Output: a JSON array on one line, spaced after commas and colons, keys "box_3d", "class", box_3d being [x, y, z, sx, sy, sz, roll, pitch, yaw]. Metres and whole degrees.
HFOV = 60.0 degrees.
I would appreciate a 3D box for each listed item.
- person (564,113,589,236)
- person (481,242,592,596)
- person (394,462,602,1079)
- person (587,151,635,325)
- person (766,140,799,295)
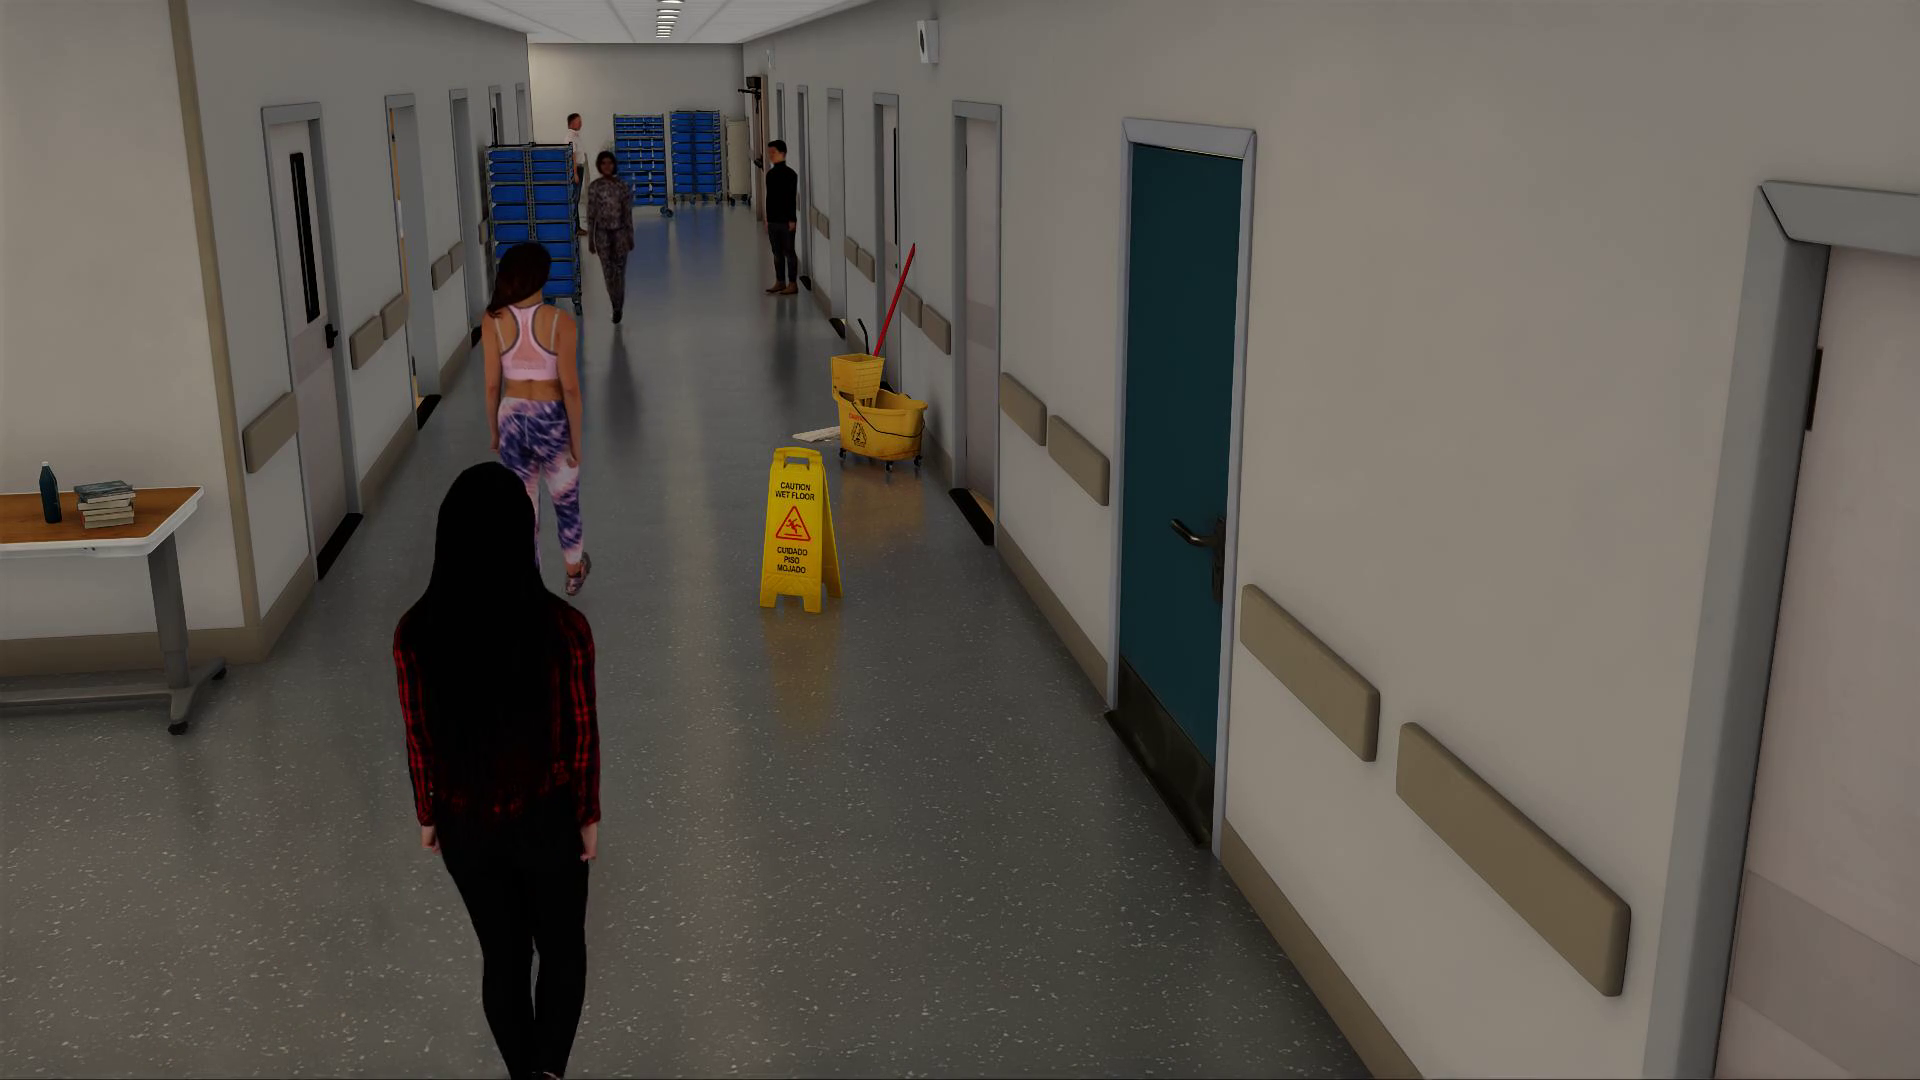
[{"box_3d": [-6.029, -5.706, 25.915, 0.742, 1.850, 0.542, -1, 16, -3], "class": "person"}, {"box_3d": [-1.875, -0.391, 7.313, 0.642, 1.715, 1.166, -2, 16, -6], "class": "person"}, {"box_3d": [-1.007, 0.670, 3.679, 0.587, 1.644, 0.735, -2, 16, -7], "class": "person"}, {"box_3d": [-3.482, -2.989, 16.624, 0.606, 1.664, 1.124, -2, 16, -8], "class": "person"}, {"box_3d": [-2.032, -3.689, 18.998, 0.678, 1.723, 0.780, 15, 22, 43], "class": "person"}]
